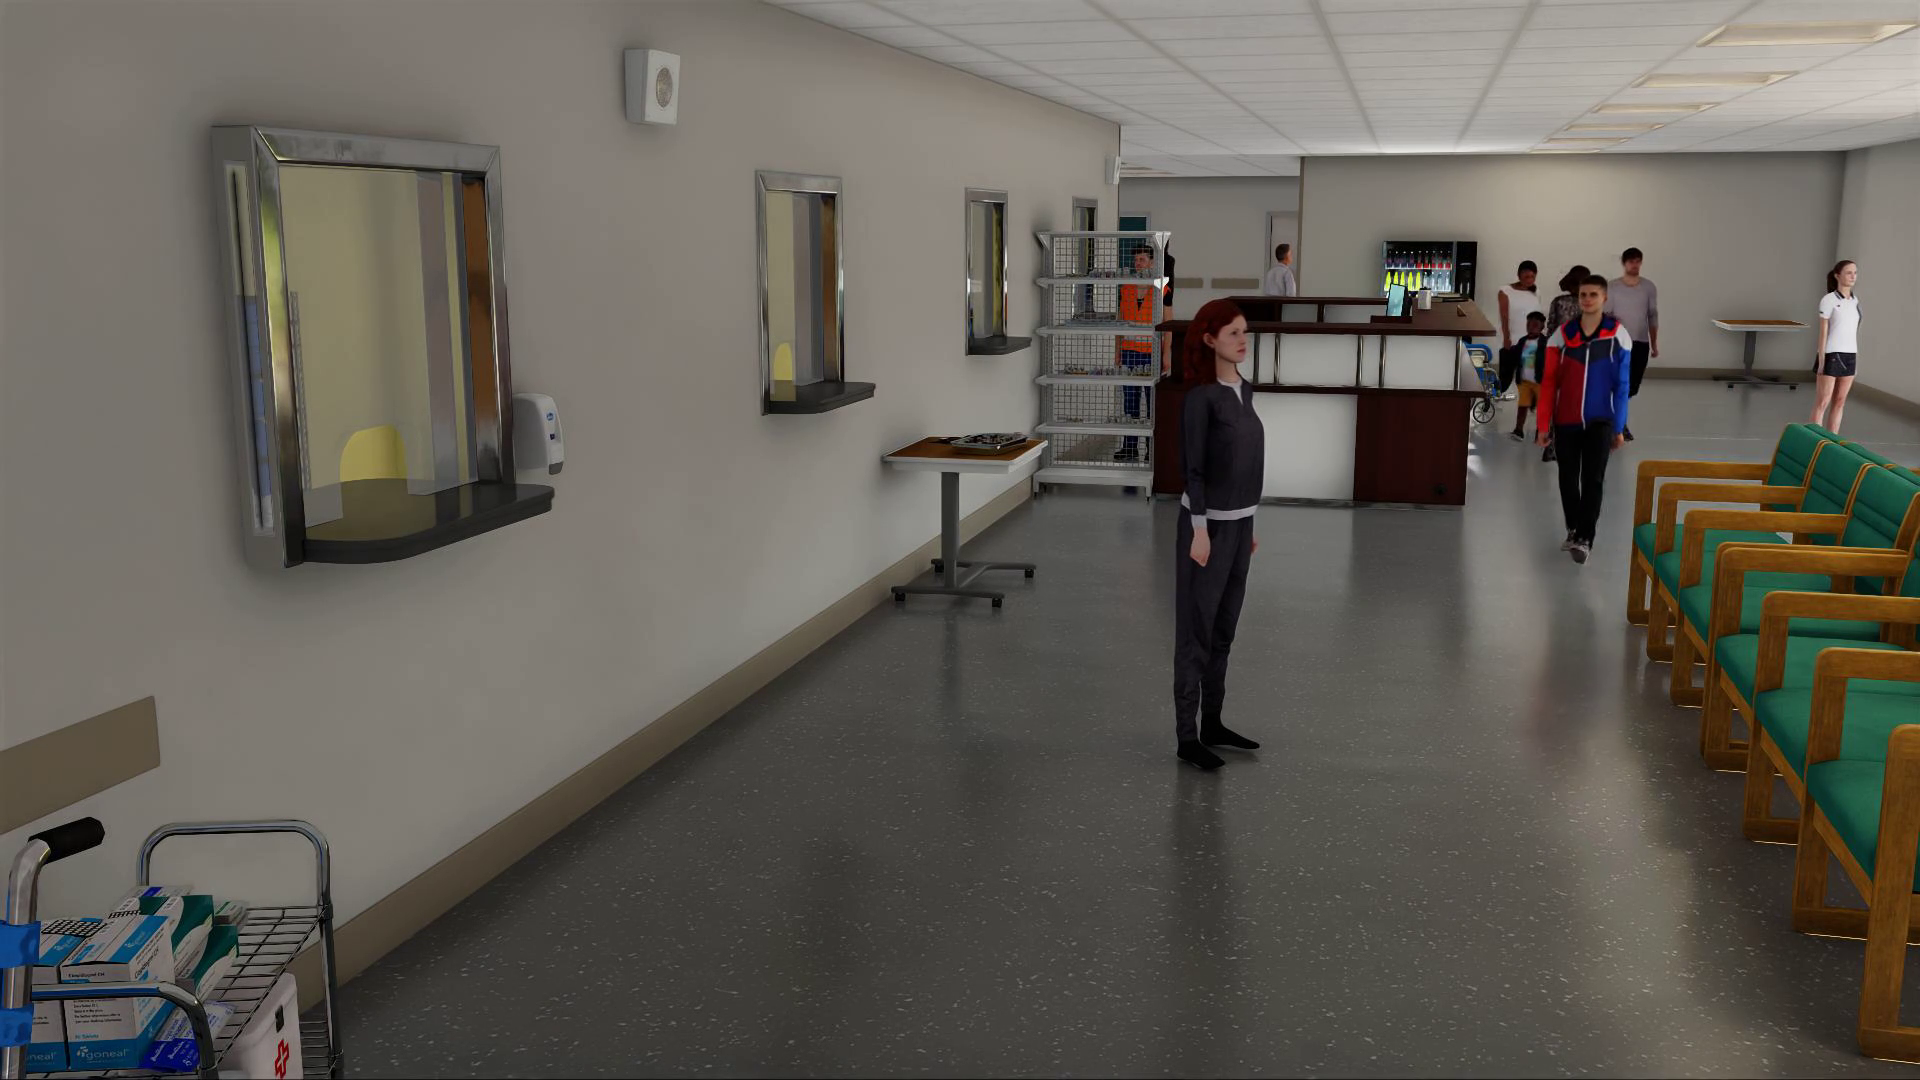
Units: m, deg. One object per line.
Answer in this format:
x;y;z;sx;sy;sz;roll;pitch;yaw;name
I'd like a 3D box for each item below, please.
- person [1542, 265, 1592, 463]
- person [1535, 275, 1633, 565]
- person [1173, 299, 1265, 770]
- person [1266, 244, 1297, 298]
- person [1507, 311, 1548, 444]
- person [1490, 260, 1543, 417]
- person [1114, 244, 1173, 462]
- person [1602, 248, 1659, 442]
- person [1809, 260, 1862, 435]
5.221;-1.491;14.365;0.991;1.679;1.055;-10;15;-43;person
3.849;-0.723;10.227;1.147;1.713;0.923;6;12;29;person
0.987;-0.032;6.404;0.628;1.780;0.643;8;13;37;person
4.162;-2.934;21.589;0.792;1.820;0.725;-7;13;-31;person
5.457;-1.523;15.718;0.873;1.237;0.812;8;13;35;person
5.991;-2.153;17.918;1.040;1.654;0.945;-2;11;-10;person
1.619;-1.649;14.646;0.634;1.885;0.796;5;12;26;person
6.401;-1.869;16.006;1.117;1.810;0.949;0;11;0;person
7.640;-1.557;14.518;0.652;1.752;0.725;-4;12;-21;person
